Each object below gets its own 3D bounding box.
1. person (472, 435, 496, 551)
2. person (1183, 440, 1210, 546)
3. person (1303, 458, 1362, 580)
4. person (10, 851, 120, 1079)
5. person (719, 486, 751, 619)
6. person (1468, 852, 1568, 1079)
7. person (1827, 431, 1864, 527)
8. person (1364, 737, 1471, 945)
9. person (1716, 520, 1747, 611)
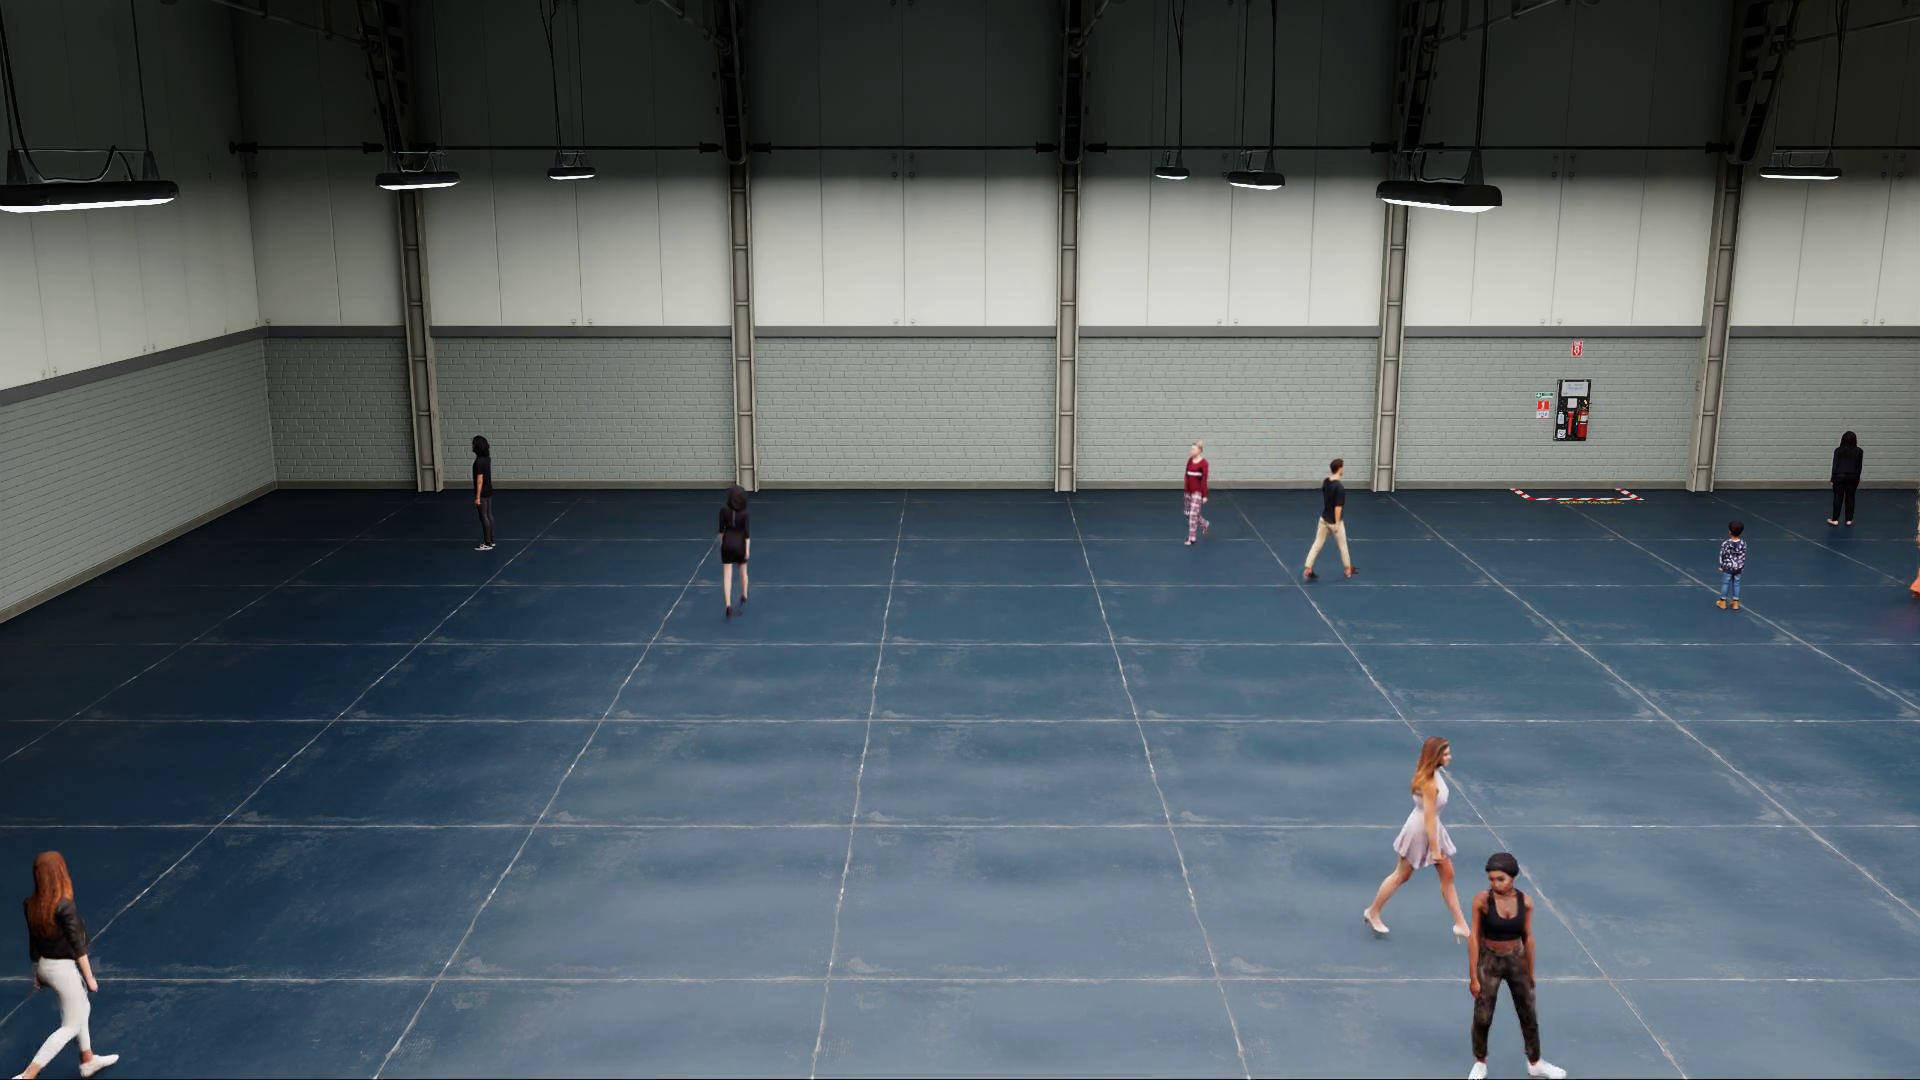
[{"bbox_3d":[-7.628,-0.775,26.629,0.530,1.836,0.634,1,13,3],"label":"person"},{"bbox_3d":[3.863,-0.770,26.939,0.984,1.687,0.902,-11,17,-39],"label":"person"},{"bbox_3d":[5.387,-0.261,24.476,1.283,1.806,1.015,-6,14,-26],"label":"person"},{"bbox_3d":[-6.021,2.919,11.032,1.060,1.677,0.998,8,15,29],"label":"person"},{"bbox_3d":[-3.086,0.209,22.591,1.069,1.741,0.680,0,13,1],"label":"person"},{"bbox_3d":[3.669,2.881,11.186,0.460,1.681,0.930,-3,13,-13],"label":"person"},{"bbox_3d":[15.082,-1.052,28.313,0.582,1.617,0.725,1,13,6],"label":"person"},{"bbox_3d":[3.577,2.404,13.188,1.213,1.706,0.896,6,14,24],"label":"person"},{"bbox_3d":[10.742,0.338,23.125,0.458,1.250,0.578,2,13,8],"label":"person"}]
